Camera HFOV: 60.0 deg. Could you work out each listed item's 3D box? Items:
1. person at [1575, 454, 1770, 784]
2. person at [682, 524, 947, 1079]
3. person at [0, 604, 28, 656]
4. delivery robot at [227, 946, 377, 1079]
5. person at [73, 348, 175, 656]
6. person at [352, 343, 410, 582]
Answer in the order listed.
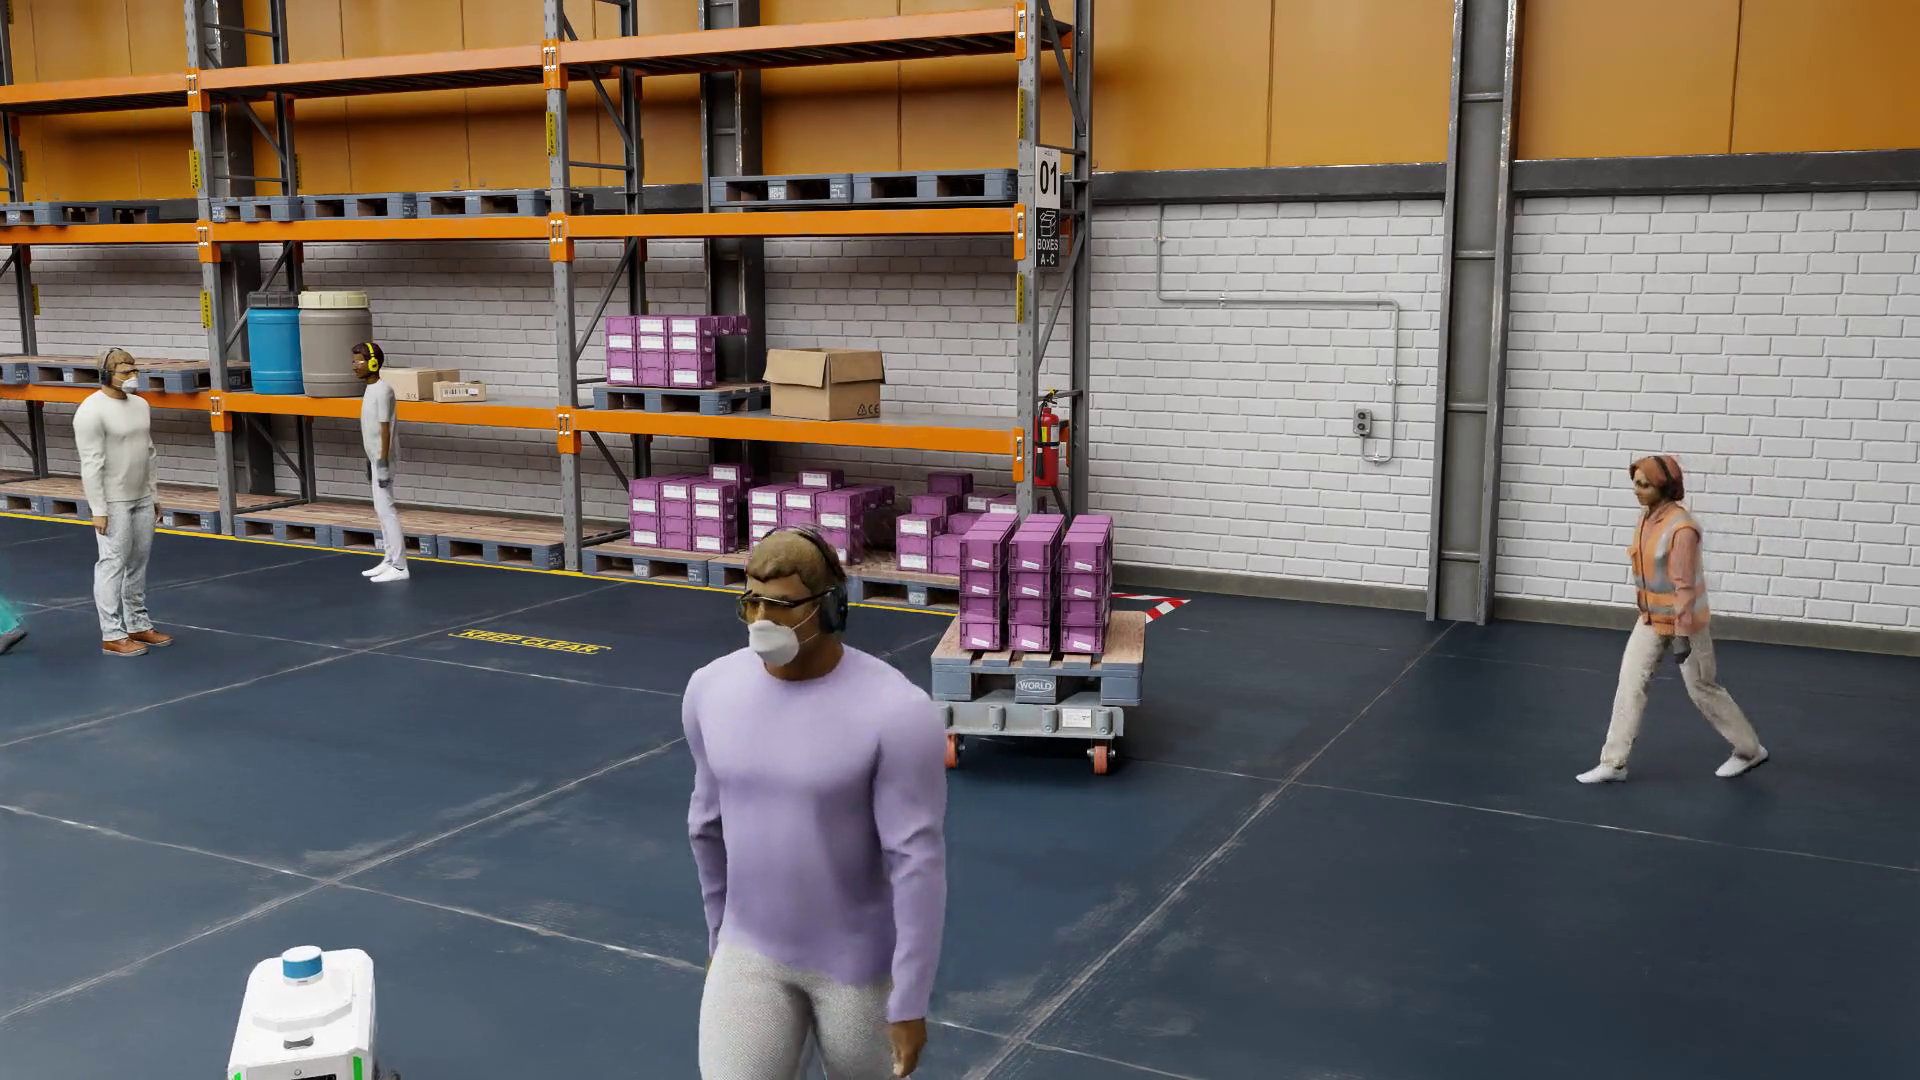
[{"bbox_3d":[3.392,0.380,7.749,0.887,1.580,0.522,-1,9,-7],"label":"person"},{"bbox_3d":[-0.311,0.893,3.627,0.647,1.893,1.011,4,10,21],"label":"person"},{"bbox_3d":[-6.199,-0.078,10.101,0.887,1.730,0.537,-8,12,-40],"label":"person"},{"bbox_3d":[-1.789,1.357,4.558,0.477,0.478,0.707,-3,10,-18],"label":"delivery robot"},{"bbox_3d":[-5.270,-0.238,10.461,0.362,1.936,0.627,1,9,6],"label":"person"},{"bbox_3d":[-4.524,-0.605,12.954,0.318,1.860,0.509,-5,11,-30],"label":"person"}]
